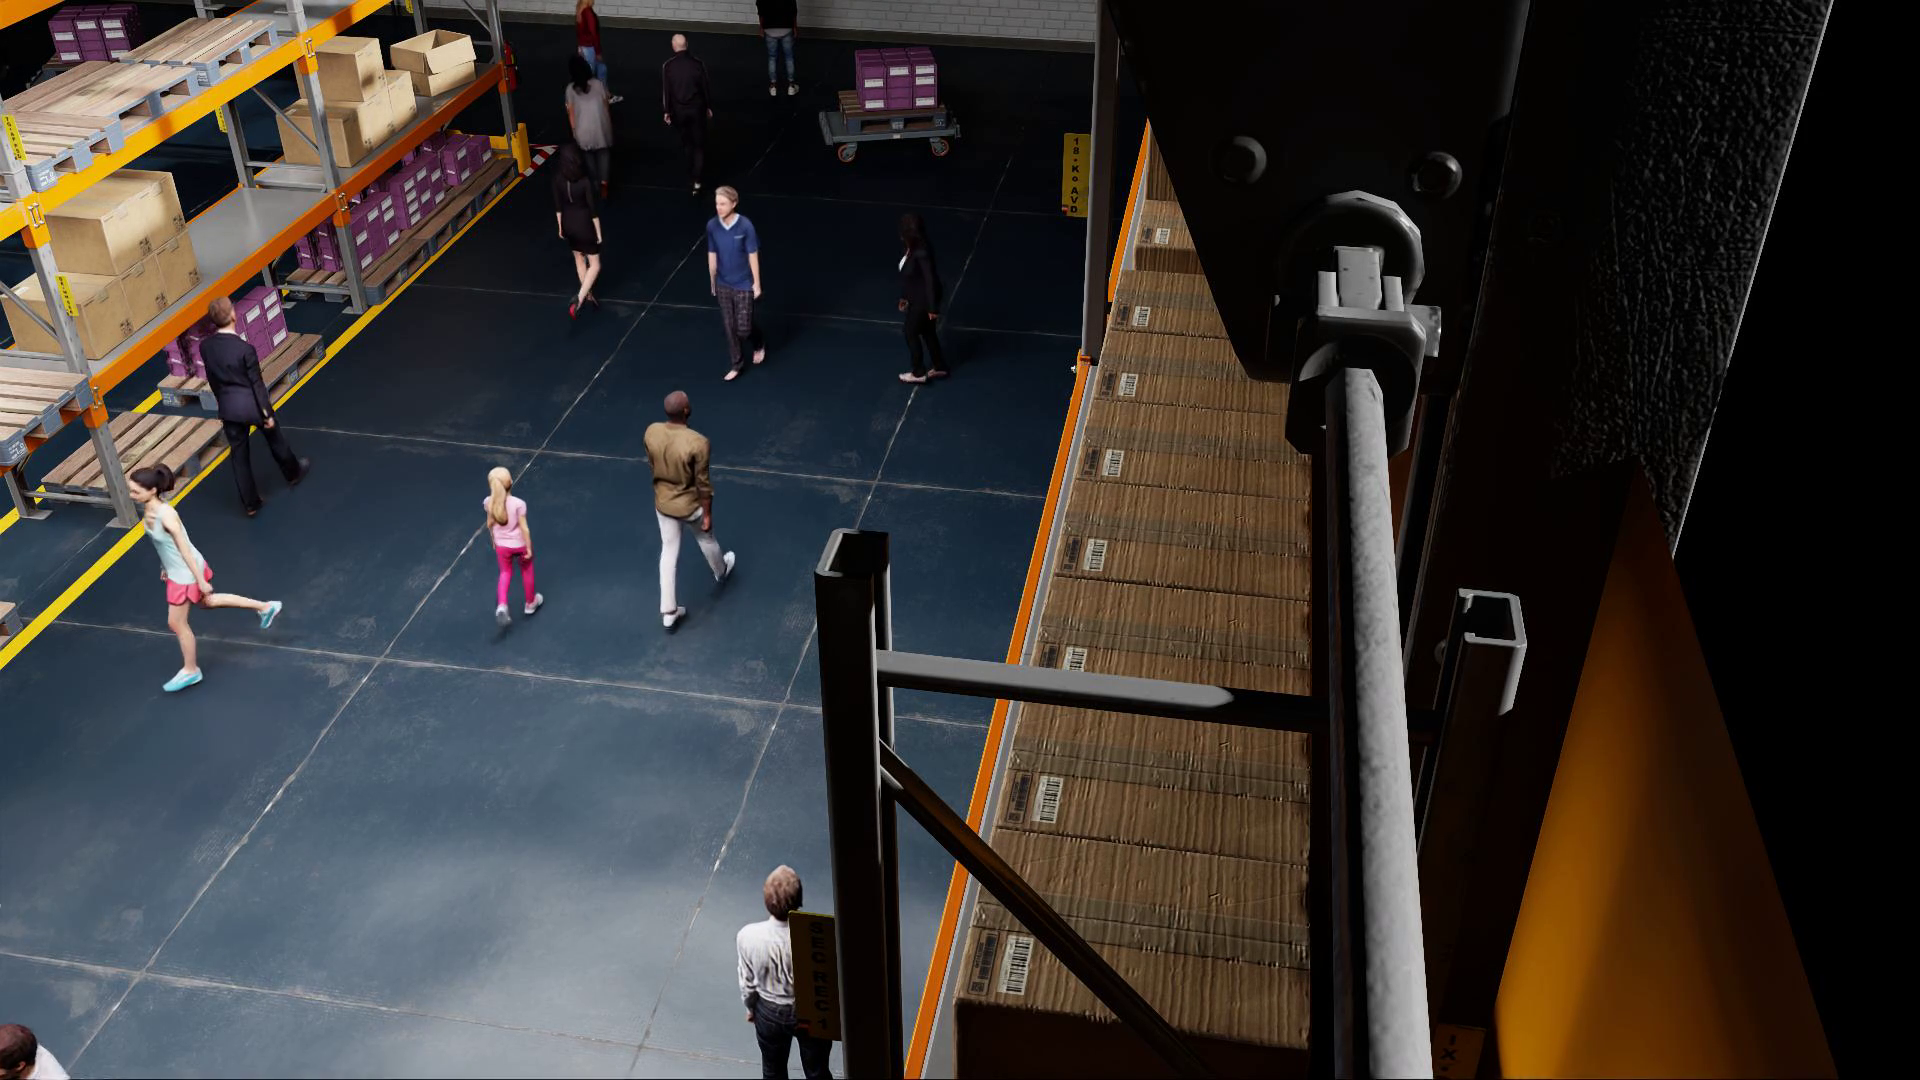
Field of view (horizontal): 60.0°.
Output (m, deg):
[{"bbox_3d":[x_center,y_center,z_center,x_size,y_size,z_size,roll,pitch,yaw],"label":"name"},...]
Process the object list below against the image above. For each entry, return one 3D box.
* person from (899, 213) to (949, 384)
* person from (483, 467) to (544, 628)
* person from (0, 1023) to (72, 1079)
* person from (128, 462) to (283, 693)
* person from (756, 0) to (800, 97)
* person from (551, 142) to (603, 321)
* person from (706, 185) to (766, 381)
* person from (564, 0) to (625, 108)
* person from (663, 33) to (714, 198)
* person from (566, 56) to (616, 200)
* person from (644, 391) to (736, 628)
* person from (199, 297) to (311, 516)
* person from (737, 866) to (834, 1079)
[{"bbox_3d":[-0.287,-2.173,15.152,0.885,1.577,0.780,-14,36,-20],"label":"person"},{"bbox_3d":[-3.285,0.059,12.078,0.517,1.261,0.782,4,34,6],"label":"person"},{"bbox_3d":[-3.911,2.754,7.505,0.809,1.835,0.824,27,42,34],"label":"person"},{"bbox_3d":[-5.238,0.211,11.431,1.226,1.725,1.072,-25,41,-32],"label":"person"},{"bbox_3d":[-2.389,-6.761,21.840,0.723,1.814,0.643,1,34,1],"label":"person"},{"bbox_3d":[-3.716,-2.925,16.097,0.661,1.783,0.967,9,35,13],"label":"person"},{"bbox_3d":[-2.014,-2.362,15.185,0.723,1.855,0.784,10,35,15],"label":"person"},{"bbox_3d":[-4.813,-6.271,21.298,1.116,1.599,1.078,-18,38,-25],"label":"person"},{"bbox_3d":[-3.056,-4.756,18.853,0.878,1.782,1.277,-1,34,-1],"label":"person"},{"bbox_3d":[-4.177,-4.669,18.900,0.842,1.586,1.028,-5,34,-8],"label":"person"},{"bbox_3d":[-2.051,-0.194,11.990,0.851,1.782,1.205,11,35,15],"label":"person"},{"bbox_3d":[-5.743,-1.024,13.234,0.711,1.786,1.009,5,34,8],"label":"person"},{"bbox_3d":[-0.826,2.308,8.191,0.656,1.820,0.569,3,34,5],"label":"person"}]
